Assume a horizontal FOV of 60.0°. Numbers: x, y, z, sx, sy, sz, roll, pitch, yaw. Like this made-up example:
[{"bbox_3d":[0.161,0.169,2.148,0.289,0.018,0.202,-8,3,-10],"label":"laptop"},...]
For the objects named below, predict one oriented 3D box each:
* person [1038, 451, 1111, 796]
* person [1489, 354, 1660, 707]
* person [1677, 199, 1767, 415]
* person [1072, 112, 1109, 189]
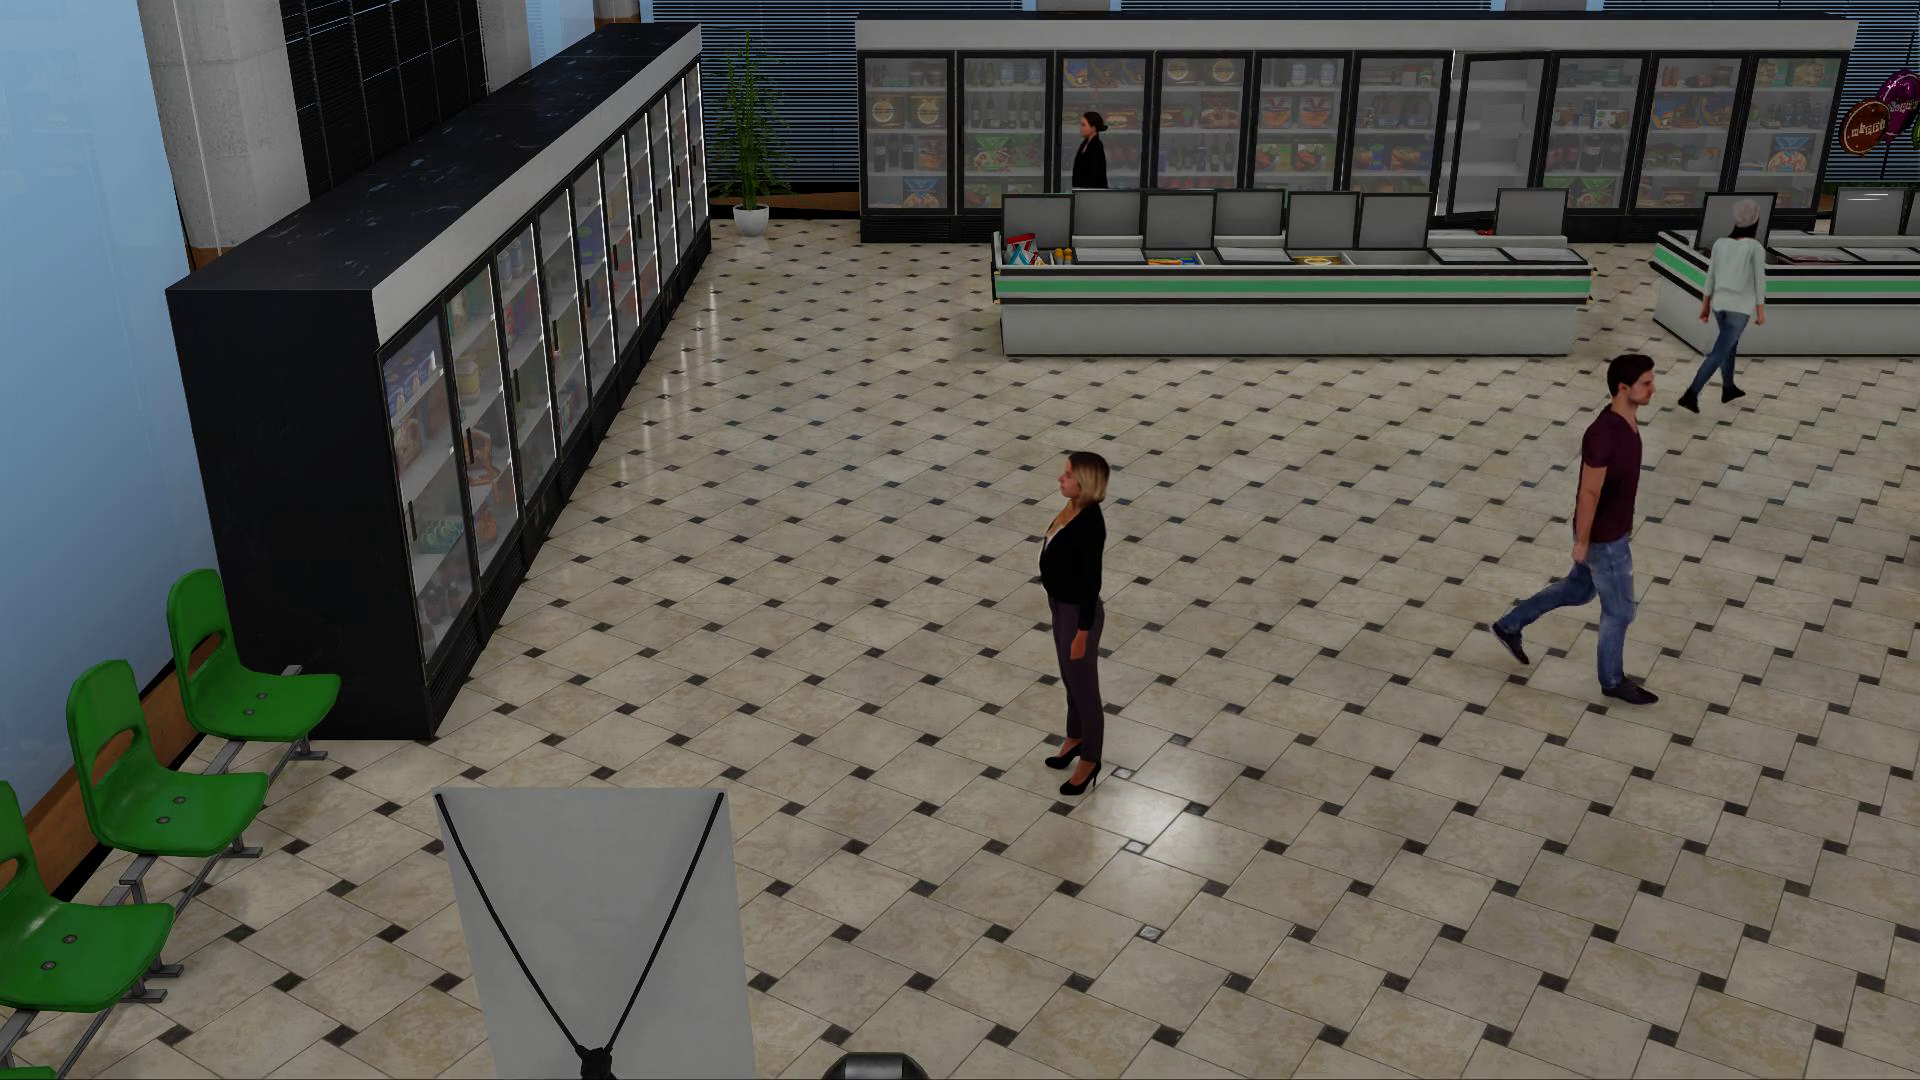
[{"bbox_3d":[0.550,0.378,7.616,0.568,1.671,0.624,-4,24,-8],"label":"person"},{"bbox_3d":[3.184,-0.082,8.477,1.234,1.823,1.011,12,26,25],"label":"person"},{"bbox_3d":[5.746,-1.713,12.468,1.172,1.612,0.931,-13,27,-27],"label":"person"},{"bbox_3d":[1.330,-3.146,15.661,1.164,1.677,0.822,-5,24,-12],"label":"person"}]
